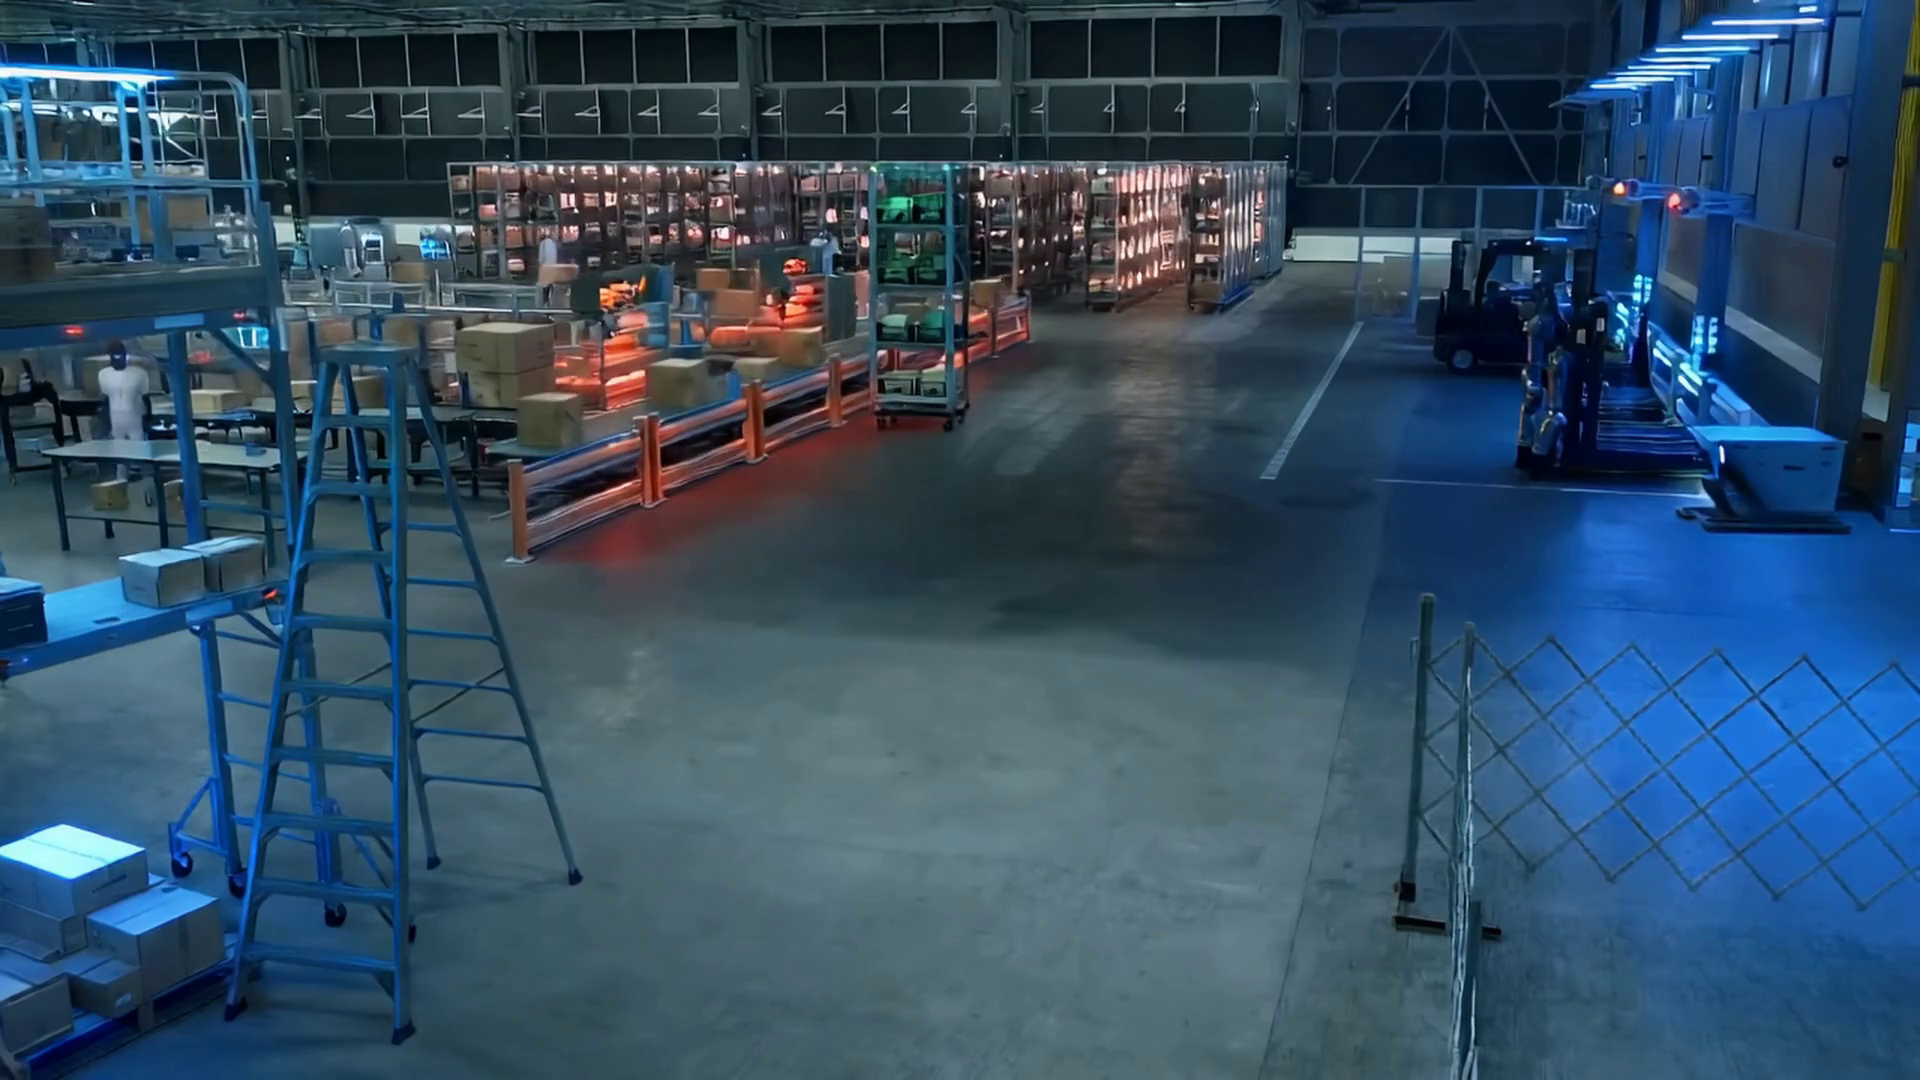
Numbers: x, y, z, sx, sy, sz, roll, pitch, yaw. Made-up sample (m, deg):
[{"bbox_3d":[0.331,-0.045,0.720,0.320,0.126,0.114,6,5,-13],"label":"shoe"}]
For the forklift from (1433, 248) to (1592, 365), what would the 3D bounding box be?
[{"bbox_3d":[9.780,-4.111,29.280,2.680,1.987,1.157,3,13,14],"label":"forklift"}]

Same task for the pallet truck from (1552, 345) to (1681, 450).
[{"bbox_3d":[8.641,-1.896,21.908,1.630,1.274,0.653,4,14,16],"label":"pallet truck"}]

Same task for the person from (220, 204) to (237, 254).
[{"bbox_3d":[-28.420,-12.039,64.421,0.667,1.905,0.567,0,13,0],"label":"person"}]

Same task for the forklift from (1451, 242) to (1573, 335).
[{"bbox_3d":[10.464,-4.597,31.405,2.680,1.987,1.157,4,14,16],"label":"forklift"}]

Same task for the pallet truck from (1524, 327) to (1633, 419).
[{"bbox_3d":[9.065,-2.460,24.370,1.522,1.261,0.704,3,13,14],"label":"pallet truck"}]

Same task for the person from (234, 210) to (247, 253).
[{"bbox_3d":[-27.239,-11.652,63.121,0.504,1.713,0.512,11,17,39],"label":"person"}]

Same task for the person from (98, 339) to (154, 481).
[{"bbox_3d":[-8.858,-1.207,17.695,0.535,1.868,0.309,-3,13,-11],"label":"person"}]

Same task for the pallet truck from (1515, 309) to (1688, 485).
[{"bbox_3d":[7.554,-1.677,19.446,1.885,1.965,0.823,3,13,14],"label":"pallet truck"}]

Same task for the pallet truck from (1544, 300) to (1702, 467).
[{"bbox_3d":[8.263,-1.952,20.631,1.885,1.965,0.823,5,14,20],"label":"pallet truck"}]

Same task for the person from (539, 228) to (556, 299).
[{"bbox_3d":[-10.876,-7.276,43.857,0.471,1.890,0.678,3,13,13],"label":"person"}]

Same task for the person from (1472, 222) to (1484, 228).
[{"bbox_3d":[14.241,-7.819,46.016,0.400,1.987,0.608,5,14,21],"label":"person"}]

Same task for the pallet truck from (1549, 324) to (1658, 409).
[{"bbox_3d":[9.824,-2.669,25.407,1.601,1.201,0.680,4,14,16],"label":"pallet truck"}]

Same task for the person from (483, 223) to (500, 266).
[{"bbox_3d":[-14.334,-8.877,50.968,0.929,1.810,0.581,0,13,1],"label":"person"}]

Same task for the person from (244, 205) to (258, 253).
[{"bbox_3d":[-27.535,-12.077,64.605,0.426,1.889,0.736,4,14,17],"label":"person"}]

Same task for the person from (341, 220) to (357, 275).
[{"bbox_3d":[-19.501,-9.337,53.069,0.328,1.750,0.560,8,15,32],"label":"person"}]

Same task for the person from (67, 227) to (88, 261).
[{"bbox_3d":[-24.488,-7.763,46.150,0.818,1.809,0.596,6,14,24],"label":"person"}]
